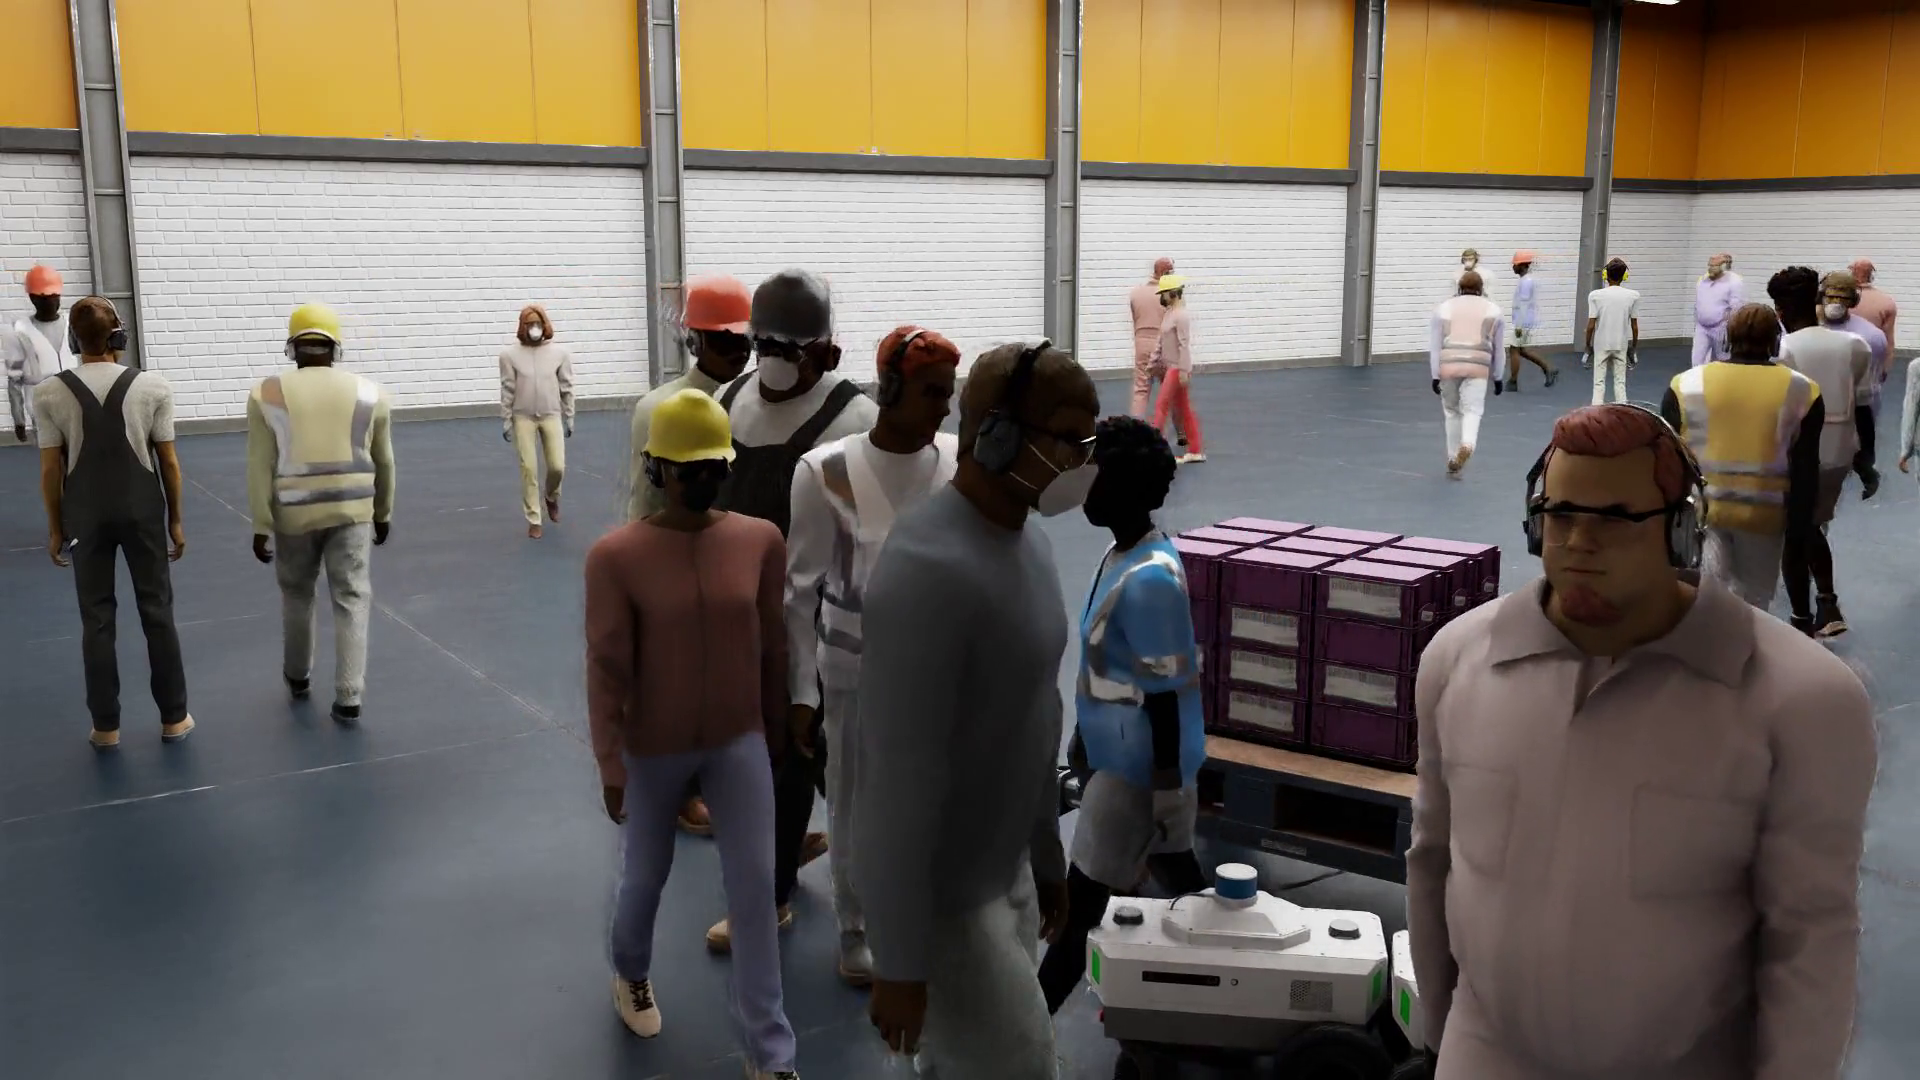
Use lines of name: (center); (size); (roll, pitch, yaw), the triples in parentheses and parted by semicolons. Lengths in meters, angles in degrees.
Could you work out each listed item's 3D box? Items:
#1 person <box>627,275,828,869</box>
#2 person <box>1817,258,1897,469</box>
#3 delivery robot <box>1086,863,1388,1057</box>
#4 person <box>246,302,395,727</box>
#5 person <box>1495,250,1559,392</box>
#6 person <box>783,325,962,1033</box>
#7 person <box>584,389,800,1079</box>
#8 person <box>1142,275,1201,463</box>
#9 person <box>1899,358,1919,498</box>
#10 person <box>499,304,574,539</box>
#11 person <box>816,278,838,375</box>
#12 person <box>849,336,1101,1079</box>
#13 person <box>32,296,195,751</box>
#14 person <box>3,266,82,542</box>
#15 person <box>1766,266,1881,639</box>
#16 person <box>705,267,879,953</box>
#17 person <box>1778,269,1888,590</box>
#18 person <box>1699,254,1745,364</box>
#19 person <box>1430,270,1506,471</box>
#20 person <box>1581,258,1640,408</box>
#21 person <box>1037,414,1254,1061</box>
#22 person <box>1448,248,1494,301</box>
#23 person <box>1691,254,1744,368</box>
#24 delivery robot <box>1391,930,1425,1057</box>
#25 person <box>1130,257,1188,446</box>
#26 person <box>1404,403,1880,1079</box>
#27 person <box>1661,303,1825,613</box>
person: (-0.720, 0.110, 5.516); (1.026, 1.937, 0.616); (9, 14, 40)
person: (8.005, -1.582, 14.960); (0.673, 1.891, 0.435); (3, 11, 18)
delivery robot: (0.663, 1.030, 4.042); (0.707, 0.478, 0.477); (2, 11, 9)
person: (-2.792, -0.129, 7.269); (0.607, 1.788, 0.880); (-5, 11, -26)
person: (7.633, -2.920, 22.270); (0.731, 1.915, 0.547); (4, 11, 21)
person: (-0.173, 0.381, 4.346); (0.624, 1.827, 0.930); (-4, 11, -19)
person: (-0.658, 0.489, 4.092); (0.533, 1.729, 0.880); (-5, 11, -25)
person: (1.859, -1.549, 15.225); (0.833, 1.724, 0.525); (0, 10, -3)
person: (5.850, -0.540, 9.814); (0.531, 1.675, 0.907); (7, 12, 34)
person: (-2.945, -0.831, 11.596); (0.505, 1.622, 0.429); (-3, 11, -18)
person: (-1.508, -2.066, 18.329); (0.315, 1.629, 0.509); (-4, 11, -20)
person: (0.022, 0.614, 2.854); (0.415, 1.917, 0.660); (2, 11, 11)
person: (-3.429, -0.059, 6.749); (0.506, 1.840, 0.348); (-5, 11, -25)
person: (-6.002, -0.877, 11.112); (0.983, 1.884, 0.570); (9, 14, 42)
person: (4.228, -0.394, 8.323); (0.676, 1.929, 0.423); (0, 10, -2)
person: (-0.454, 0.156, 5.019); (0.691, 2.000, 0.828); (8, 13, 37)
person: (5.177, -0.681, 10.026); (0.670, 1.900, 0.873); (6, 12, 32)
person: (10.791, -3.135, 23.641); (0.646, 1.837, 0.430); (8, 13, 39)
person: (4.418, -1.450, 14.534); (0.638, 1.800, 0.792); (4, 11, 21)
person: (6.529, -1.889, 16.703); (0.534, 1.868, 0.309); (2, 11, 10)
person: (0.371, 0.520, 4.076); (0.817, 1.646, 0.542); (1, 10, 3)
person: (7.431, -3.273, 24.165); (0.657, 1.916, 0.561); (7, 13, 35)
person: (9.582, -2.676, 21.036); (0.933, 1.874, 0.651); (-8, 13, -37)
delivery robot: (1.354, 1.073, 3.808); (0.707, 0.478, 0.477); (2, 11, 13)
person: (2.010, -1.826, 16.348); (0.656, 1.865, 0.955); (8, 13, 36)
person: (0.926, 0.729, 2.394); (0.637, 1.868, 0.981); (7, 12, 34)
person: (3.279, -0.104, 7.096); (0.644, 1.790, 0.946); (4, 11, 23)
